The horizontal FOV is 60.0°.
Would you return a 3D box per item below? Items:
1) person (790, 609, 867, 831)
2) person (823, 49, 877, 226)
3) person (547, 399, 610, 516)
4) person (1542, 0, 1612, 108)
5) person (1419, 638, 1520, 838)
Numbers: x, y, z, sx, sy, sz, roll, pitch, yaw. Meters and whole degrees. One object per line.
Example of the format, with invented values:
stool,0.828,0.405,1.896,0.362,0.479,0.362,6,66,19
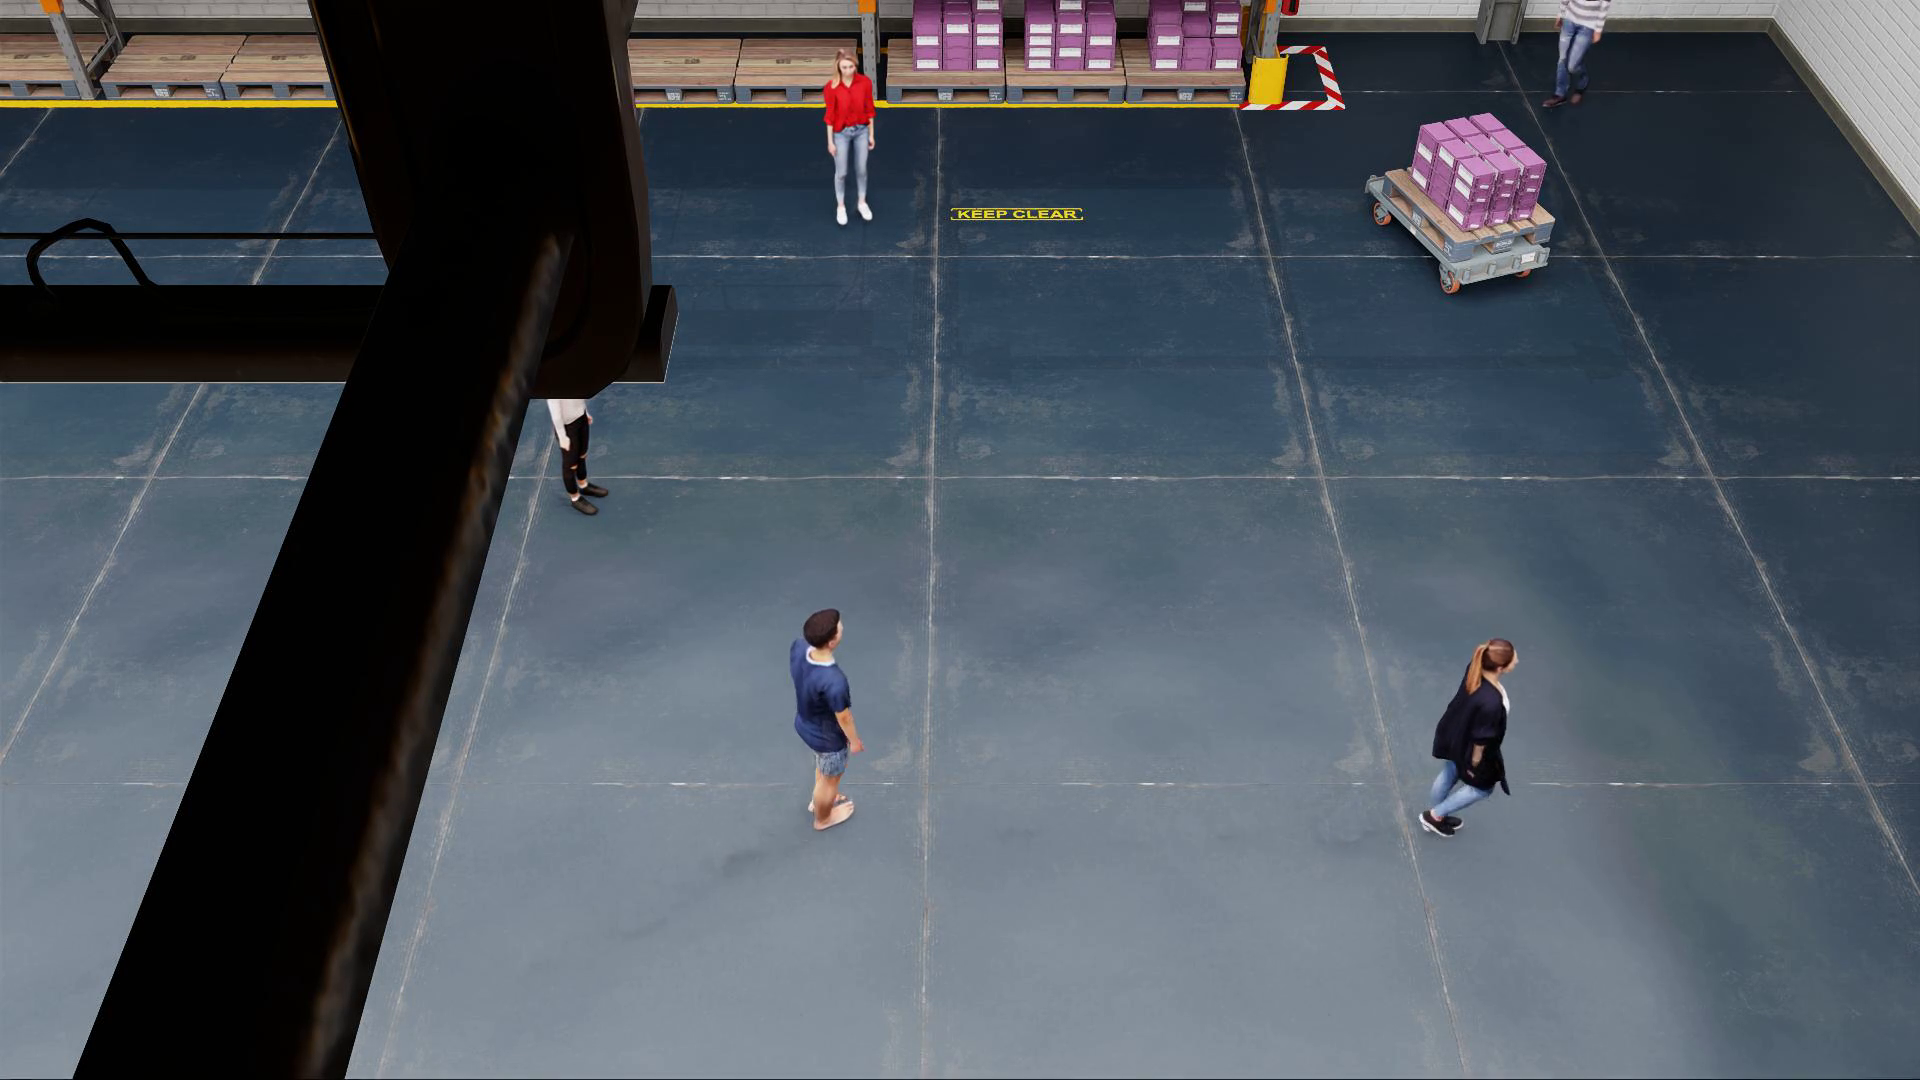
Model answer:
person,-0.865,1.118,9.760,0.790,1.836,0.756,-25,49,-24
person,-0.976,-3.614,14.828,0.583,1.698,0.746,-13,45,-13
person,-2.834,-0.847,12.079,0.577,1.484,0.596,13,45,13
person,6.153,-5.098,16.283,0.880,1.840,0.829,-24,49,-23
person,2.915,1.191,9.801,0.651,1.676,0.605,0,44,0
